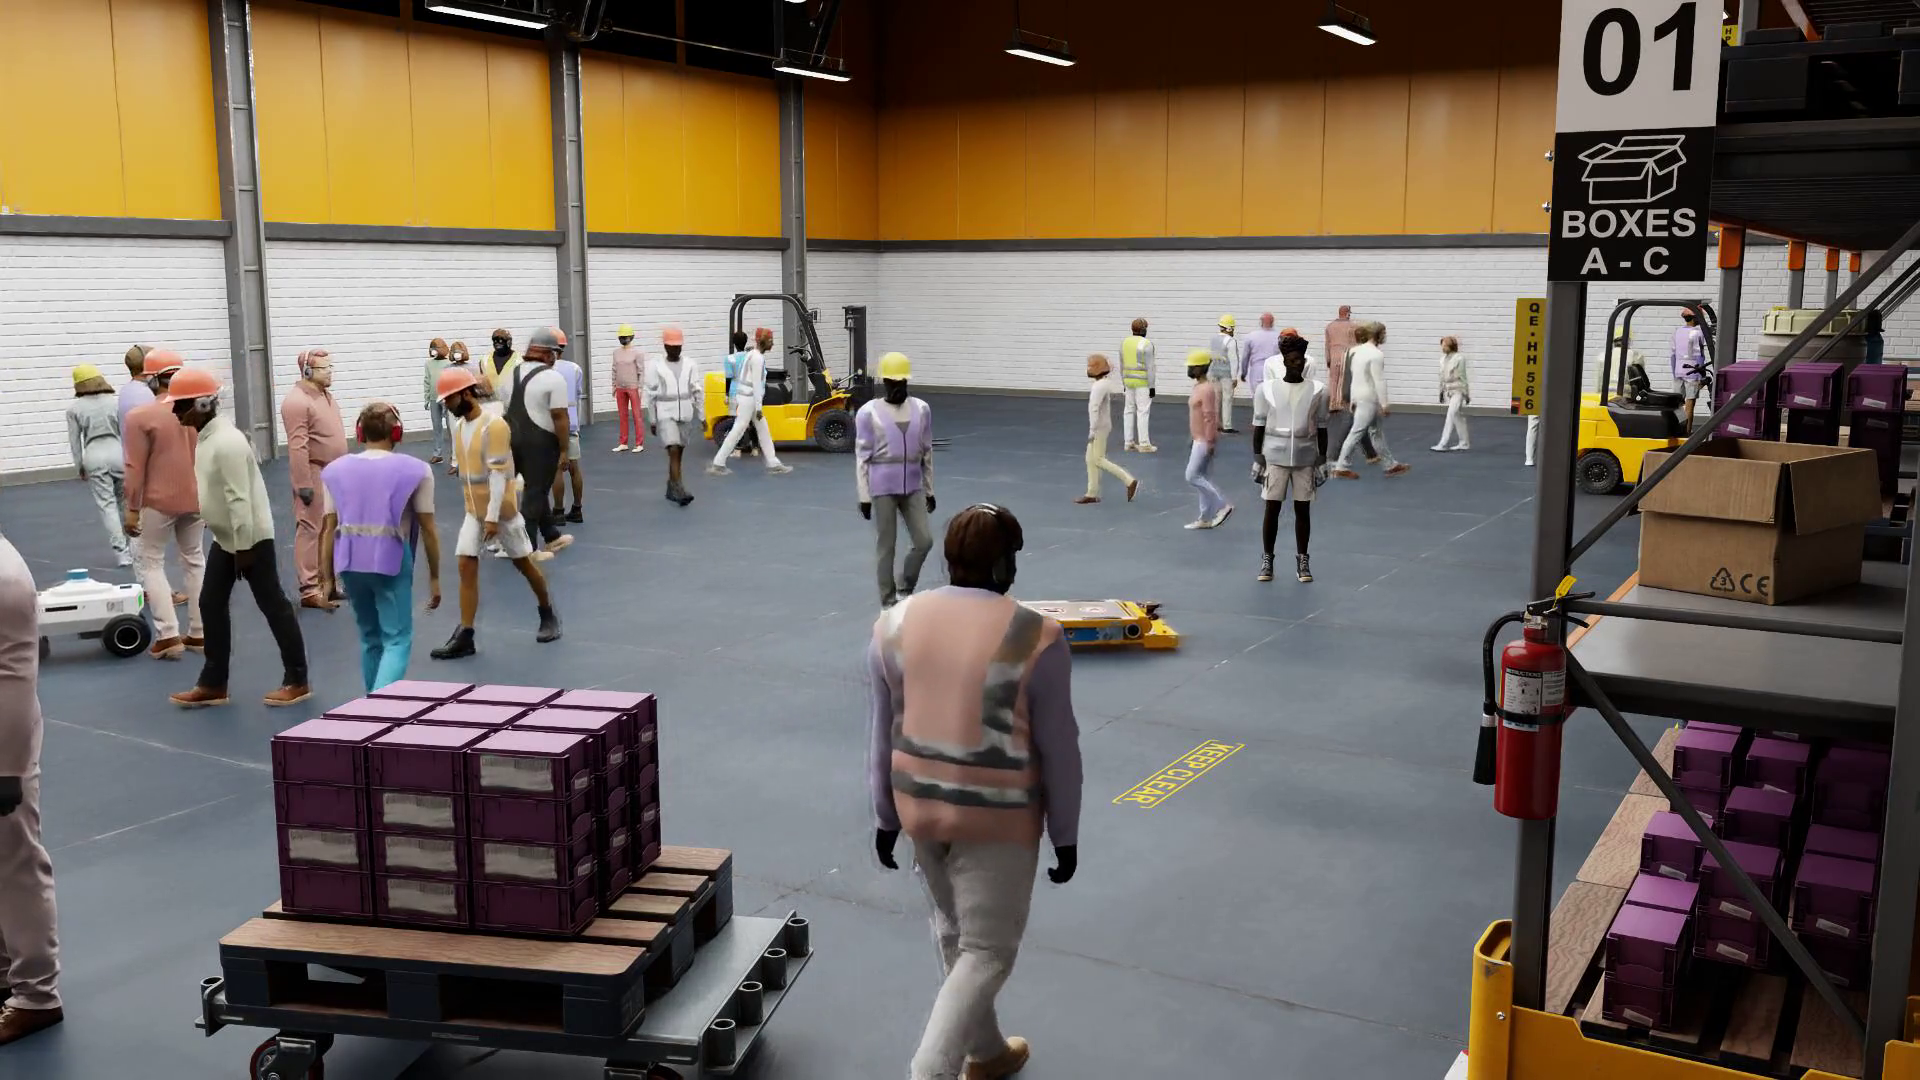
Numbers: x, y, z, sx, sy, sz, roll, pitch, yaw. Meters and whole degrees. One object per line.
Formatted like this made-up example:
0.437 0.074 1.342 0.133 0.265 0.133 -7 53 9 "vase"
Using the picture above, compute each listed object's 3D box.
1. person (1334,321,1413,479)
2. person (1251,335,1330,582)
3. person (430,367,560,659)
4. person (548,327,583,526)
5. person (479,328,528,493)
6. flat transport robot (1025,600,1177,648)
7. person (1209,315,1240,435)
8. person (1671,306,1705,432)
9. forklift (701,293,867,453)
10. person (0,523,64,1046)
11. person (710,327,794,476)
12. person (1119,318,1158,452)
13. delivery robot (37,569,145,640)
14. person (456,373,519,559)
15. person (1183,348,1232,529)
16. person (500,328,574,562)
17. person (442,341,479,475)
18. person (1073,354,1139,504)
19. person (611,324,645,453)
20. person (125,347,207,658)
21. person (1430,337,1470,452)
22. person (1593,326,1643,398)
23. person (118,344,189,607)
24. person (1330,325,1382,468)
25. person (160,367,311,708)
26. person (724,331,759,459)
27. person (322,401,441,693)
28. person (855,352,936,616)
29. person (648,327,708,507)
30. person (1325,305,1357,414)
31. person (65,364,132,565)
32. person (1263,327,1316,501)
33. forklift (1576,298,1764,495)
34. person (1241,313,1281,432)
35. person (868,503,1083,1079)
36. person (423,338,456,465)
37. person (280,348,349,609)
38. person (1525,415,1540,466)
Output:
4.941 -1.652 19.826 1.014 1.882 0.663 -1 9 -4 "person"
2.634 -0.645 13.275 0.612 1.965 0.361 1 9 7 "person"
-3.050 -0.204 10.855 0.558 1.867 0.984 6 11 32 "person"
-3.927 -1.105 16.234 0.363 1.939 0.542 6 11 35 "person"
-5.103 -1.446 18.669 0.624 1.845 0.430 1 9 7 "person"
0.666 0.558 11.042 1.431 0.197 0.652 -1 9 -5 "flat transport robot"
4.058 -2.520 25.399 0.404 1.830 0.602 -5 10 -27 "person"
10.422 -2.368 23.780 0.366 2.048 0.605 -3 10 -17 "person"
-2.458 -2.344 23.176 2.313 2.155 1.214 0 9 -2 "forklift"
-3.160 0.663 5.317 0.400 1.905 0.643 -9 13 -43 "person"
-2.581 -1.673 20.229 1.013 1.812 0.614 -1 9 -7 "person"
2.477 -2.134 22.953 0.429 1.847 0.626 -7 12 -38 "person"
-5.634 0.430 10.670 0.707 0.478 0.477 -5 11 -30 "delivery robot"
-4.082 -0.628 14.302 0.564 1.610 0.549 6 11 32 "person"
2.307 -0.951 15.873 0.409 1.754 0.522 0 9 -1 "person"
-3.575 -0.855 14.358 0.708 2.000 0.838 7 11 36 "person"
-6.085 -1.603 20.279 0.507 1.636 0.274 2 9 13 "person"
1.554 -1.163 17.615 0.631 1.609 0.503 1 9 4 "person"
-4.575 -2.081 22.875 0.525 1.766 0.322 4 10 24 "person"
-5.042 -0.238 10.662 0.414 1.986 0.652 5 10 29 "person"
6.781 -2.003 22.943 0.728 1.583 0.537 -3 9 -16 "person"
8.324 -1.802 21.079 0.634 1.795 0.702 7 12 38 "person"
-5.981 -0.473 12.291 0.372 1.940 0.630 -7 12 -38 "person"
5.095 -1.802 21.031 0.952 1.792 0.528 -3 9 -15 "person"
-4.092 0.001 9.384 0.711 1.940 0.617 -8 12 -42 "person"
-2.890 -1.922 22.096 0.529 1.694 0.321 -5 10 -29 "person"
-3.020 0.196 8.592 0.587 1.802 0.776 0 9 1 "person"
-0.429 -0.361 11.670 0.629 1.912 0.430 -5 10 -30 "person"
-2.987 -1.306 17.632 0.569 1.882 0.988 -5 10 -29 "person"
6.735 -3.173 29.245 0.401 1.906 0.649 -9 13 -43 "person"
-7.252 -0.645 14.122 0.539 1.683 0.835 -5 10 -29 "person"
3.554 -1.362 18.035 0.576 1.881 0.380 3 10 17 "person"
7.954 -1.589 18.462 2.313 2.155 1.214 5 11 30 "forklift"
4.647 -2.529 25.387 0.635 1.865 0.940 -1 9 -4 "person"
-0.001 0.807 4.714 0.636 1.813 0.842 5 11 31 "person"
-6.673 -1.783 21.415 0.507 1.632 0.265 3 9 16 "person"
-4.727 -0.459 12.303 0.400 1.910 0.643 0 9 2 "person"
7.421 -1.880 21.131 0.585 1.921 0.373 4 10 25 "person"
